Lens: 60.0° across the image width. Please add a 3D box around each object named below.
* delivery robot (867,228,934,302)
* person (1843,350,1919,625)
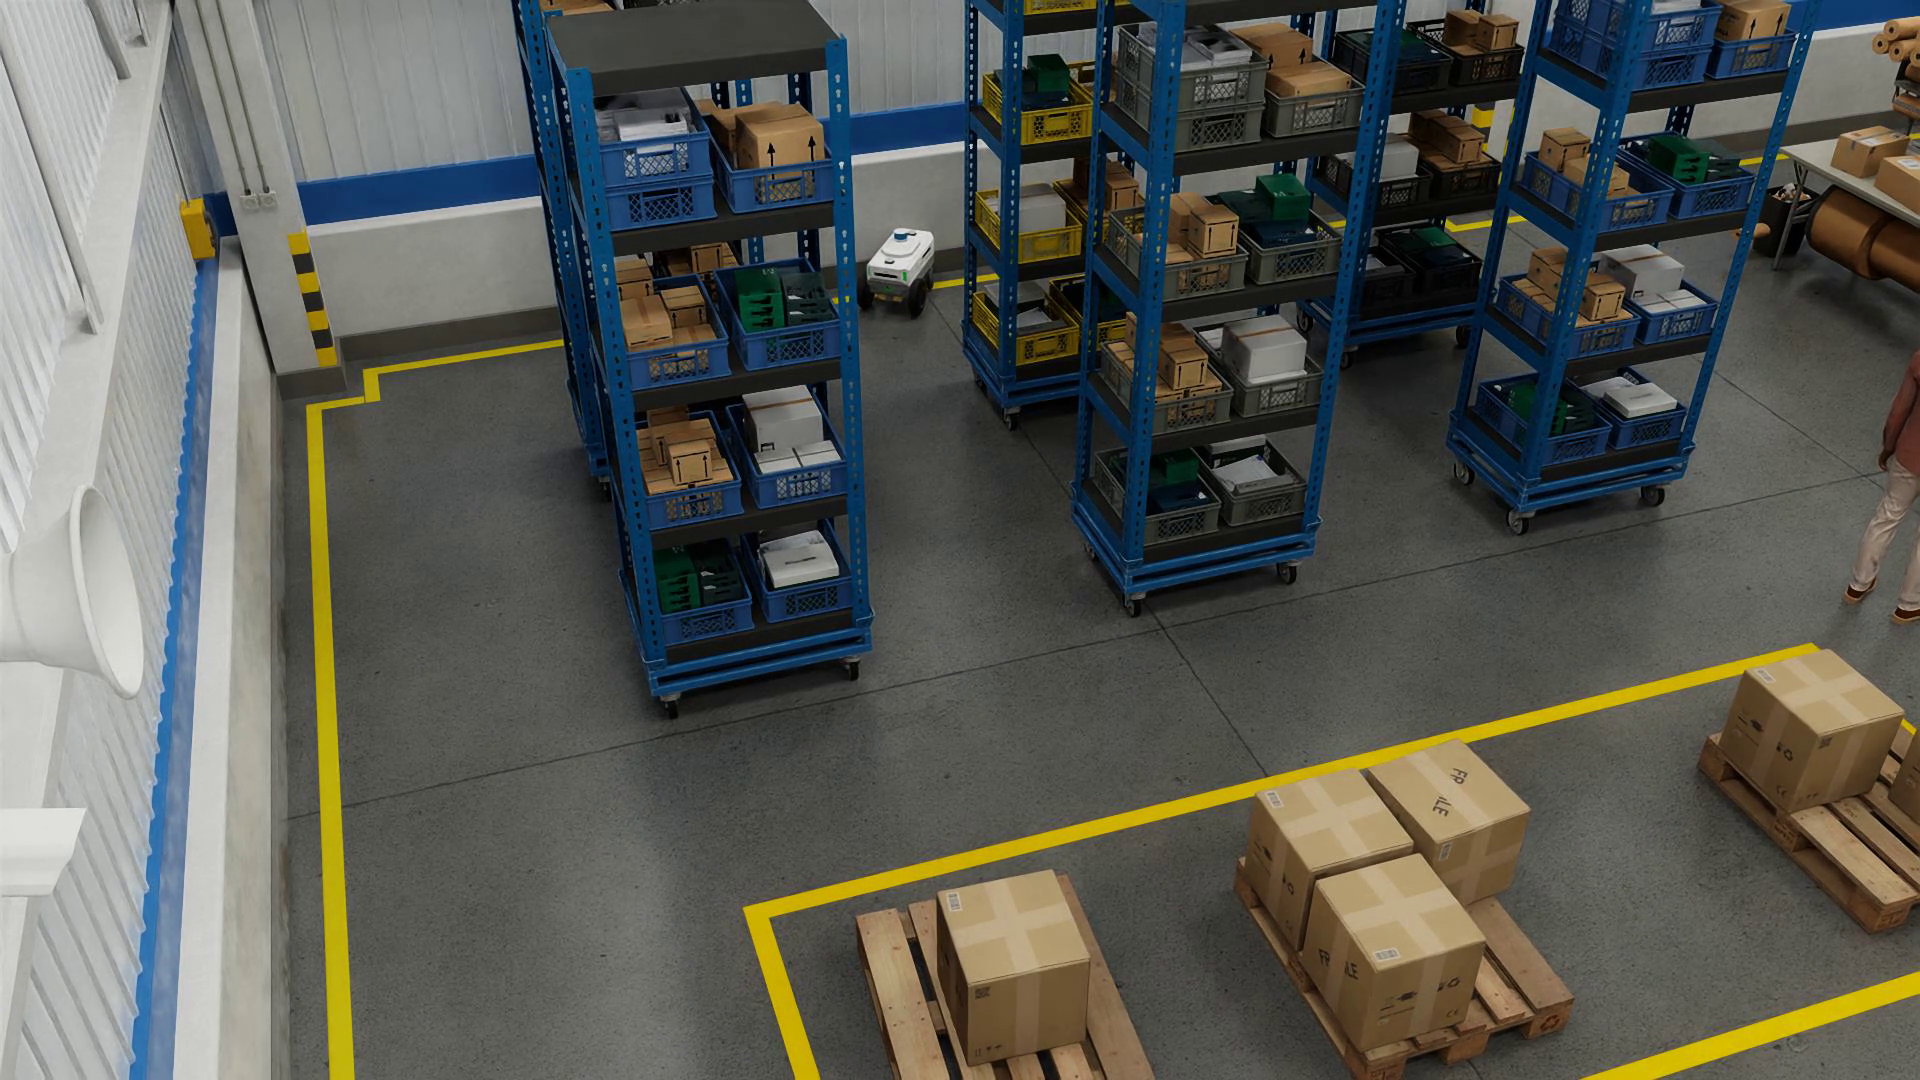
[{"bbox_3d":[-0.451,-2.151,12.759,0.477,0.478,0.707,10,36,14],"label":"delivery robot"},{"bbox_3d":[5.387,-0.437,9.167,0.378,1.995,0.609,-26,43,-32],"label":"person"}]
